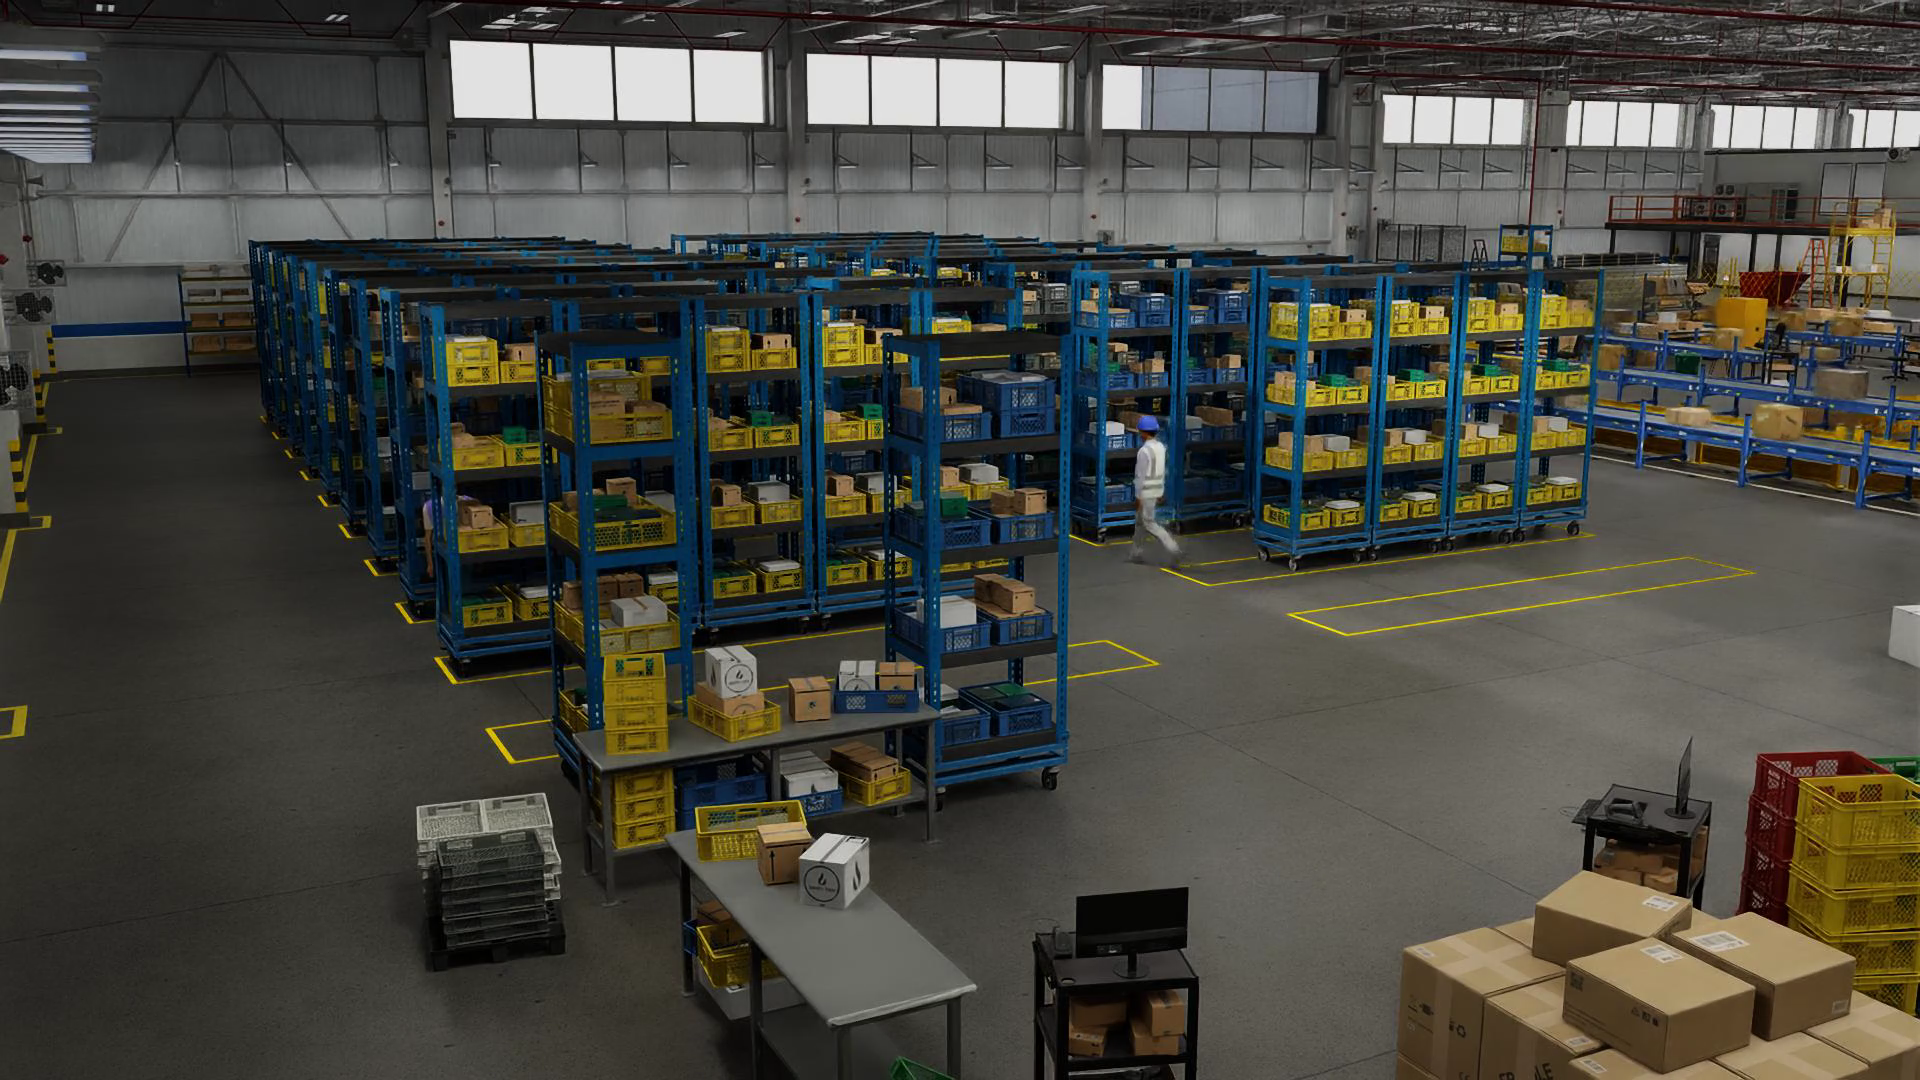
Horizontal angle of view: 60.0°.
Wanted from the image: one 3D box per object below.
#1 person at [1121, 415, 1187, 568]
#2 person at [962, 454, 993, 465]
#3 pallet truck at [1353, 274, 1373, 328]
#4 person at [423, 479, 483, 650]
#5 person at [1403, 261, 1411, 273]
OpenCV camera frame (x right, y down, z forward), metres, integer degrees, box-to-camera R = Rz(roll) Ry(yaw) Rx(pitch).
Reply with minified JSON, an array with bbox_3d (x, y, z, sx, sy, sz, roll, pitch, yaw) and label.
[{"bbox_3d":[2.411,-0.581,20.534,0.885,1.933,0.616,7,14,29],"label":"person"},{"bbox_3d":[0.229,-0.930,22.325,0.403,1.835,0.588,-2,12,-7],"label":"person"},{"bbox_3d":[13.011,-8.050,55.243,0.823,1.965,1.885,-7,14,-28],"label":"pallet truck"},{"bbox_3d":[-5.194,0.193,17.063,0.568,1.835,0.398,-9,15,-36],"label":"person"},{"bbox_3d":[16.589,-9.486,62.180,0.643,1.905,0.399,0,12,1],"label":"person"}]
